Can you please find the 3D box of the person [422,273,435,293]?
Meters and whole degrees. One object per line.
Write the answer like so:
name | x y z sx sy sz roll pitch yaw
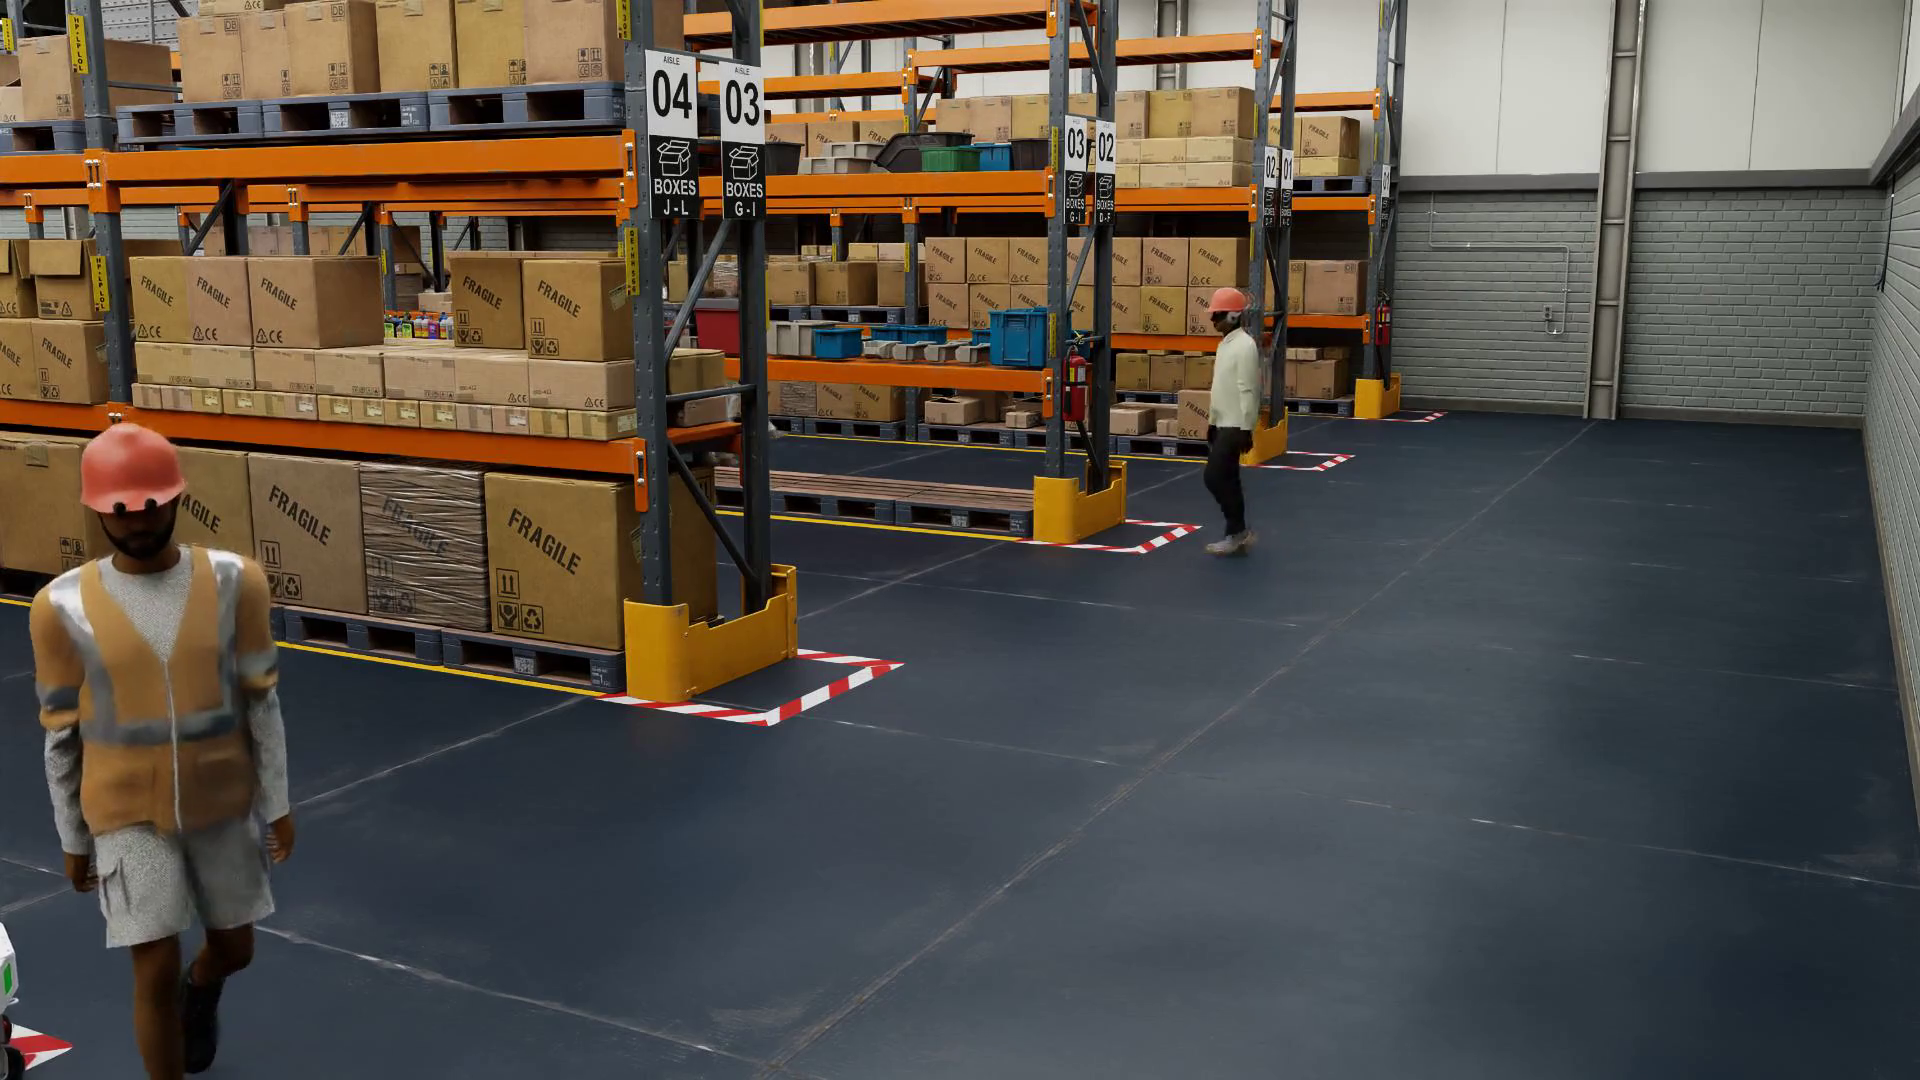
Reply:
person | -7.740 -3.017 24.429 0.523 1.802 0.573 -8 13 -38

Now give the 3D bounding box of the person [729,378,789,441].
person | -2.426 -2.067 19.188 0.985 1.834 0.589 5 11 24

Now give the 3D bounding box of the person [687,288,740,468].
person | -2.384 -1.634 16.851 0.768 1.812 0.634 5 11 24

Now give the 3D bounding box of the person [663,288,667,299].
person | -4.655 -3.157 25.054 0.602 1.865 0.589 5 11 24

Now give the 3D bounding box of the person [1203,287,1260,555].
person | 1.953 -0.854 12.172 0.459 1.972 0.646 -1 10 -6

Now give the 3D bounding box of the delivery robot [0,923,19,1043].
delivery robot | -2.915 1.232 4.424 0.707 0.478 0.477 -7 13 -36

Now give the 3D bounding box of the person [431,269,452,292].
person | -7.975 -3.270 25.732 0.430 1.840 0.623 1 10 6

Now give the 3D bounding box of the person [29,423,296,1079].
person | -1.999 0.638 4.214 0.553 1.908 0.742 -6 12 -31
